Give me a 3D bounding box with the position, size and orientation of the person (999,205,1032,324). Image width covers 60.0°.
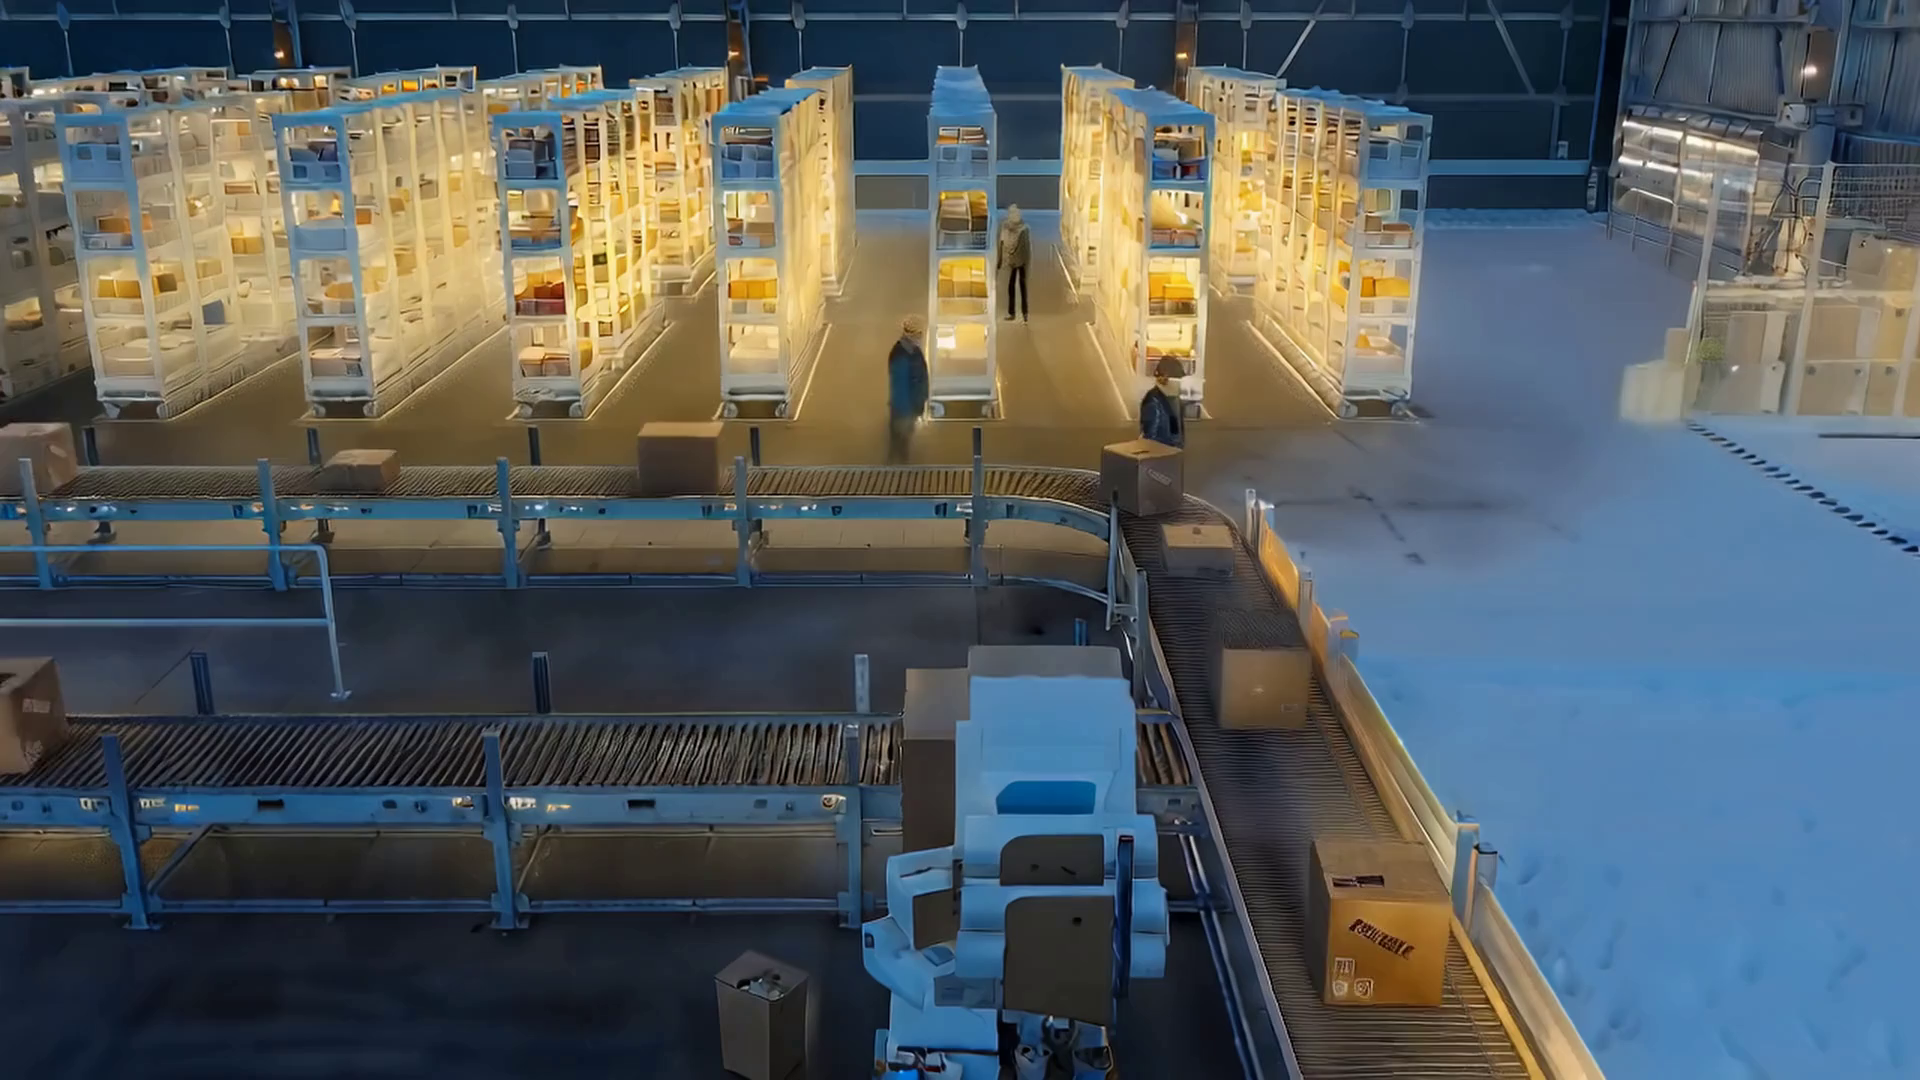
[{"bbox_3d":[0.860,-4.309,25.956,0.575,1.830,0.410,11,21,31],"label":"person"}]

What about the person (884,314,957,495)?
[{"bbox_3d":[-0.421,-1.324,16.698,0.766,1.878,0.652,4,19,14],"label":"person"}]

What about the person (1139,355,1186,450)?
[{"bbox_3d":[1.772,-0.826,15.261,0.740,1.810,0.605,9,20,26],"label":"person"}]
